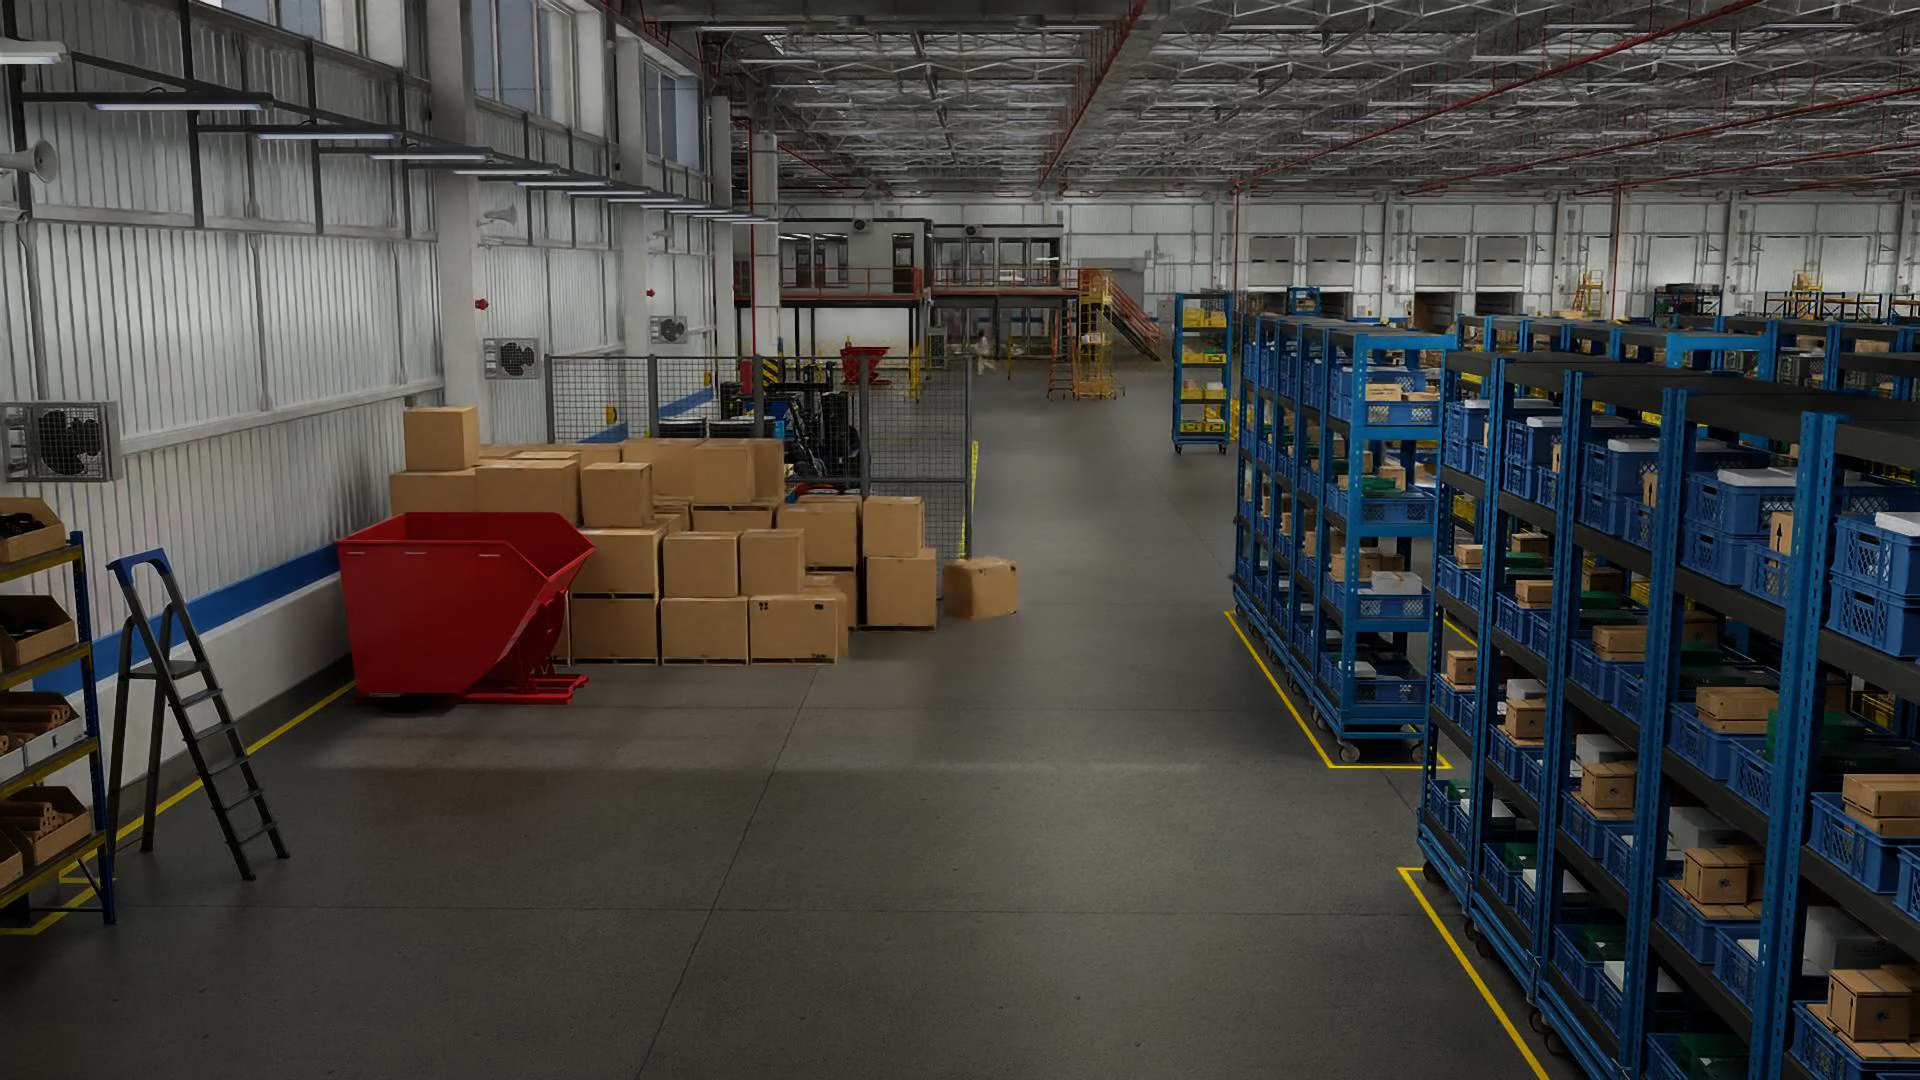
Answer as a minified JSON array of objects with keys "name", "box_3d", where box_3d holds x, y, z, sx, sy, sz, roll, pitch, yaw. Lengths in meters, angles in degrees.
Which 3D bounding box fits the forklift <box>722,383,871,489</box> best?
[{"name":"forklift","box_3d":[-2.893,-1.687,28.729,2.680,1.987,1.157,0,9,-1]}]

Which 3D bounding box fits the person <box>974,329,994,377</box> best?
[{"name":"person","box_3d":[0.920,-7.230,64.296,0.677,1.865,0.593,0,9,2]}]

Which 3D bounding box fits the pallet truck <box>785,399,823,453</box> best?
[{"name":"pallet truck","box_3d":[-3.814,-2.432,36.419,1.630,1.274,0.653,0,9,1]}]

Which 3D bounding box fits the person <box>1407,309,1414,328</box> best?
[{"name":"person","box_3d":[25.602,-12.183,94.685,0.398,1.918,0.587,6,11,34]}]

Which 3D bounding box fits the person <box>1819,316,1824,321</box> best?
[{"name":"person","box_3d":[42.968,-10.249,83.034,0.620,1.835,0.430,2,9,13]}]

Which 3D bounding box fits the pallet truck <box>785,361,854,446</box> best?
[{"name":"pallet truck","box_3d":[-3.410,-3.193,38.978,1.885,1.965,0.823,0,9,-1]}]

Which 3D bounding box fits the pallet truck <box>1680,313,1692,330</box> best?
[{"name":"pallet truck","box_3d":[36.315,-10.531,84.244,0.823,1.965,1.885,-6,11,-33]}]

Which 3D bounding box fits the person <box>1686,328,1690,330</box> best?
[{"name":"person","box_3d":[26.671,-6.788,61.156,0.385,1.993,0.623,-4,10,-25]}]

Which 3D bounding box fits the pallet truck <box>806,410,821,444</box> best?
[{"name":"pallet truck","box_3d":[-3.559,-2.018,33.905,1.522,1.261,0.704,0,9,-1]}]

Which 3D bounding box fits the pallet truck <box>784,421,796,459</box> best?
[{"name":"pallet truck","box_3d":[-4.013,-1.793,32.705,1.601,1.201,0.680,0,9,1]}]

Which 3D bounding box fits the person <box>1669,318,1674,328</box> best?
[{"name":"person","box_3d":[36.584,-10.555,85.360,0.545,1.684,0.561,-7,11,-36]}]

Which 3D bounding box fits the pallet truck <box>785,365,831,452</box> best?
[{"name":"pallet truck","box_3d":[-3.774,-2.976,37.635,1.885,1.965,0.823,1,9,5]}]

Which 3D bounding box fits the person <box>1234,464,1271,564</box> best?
[{"name":"person","box_3d":[3.915,-0.365,22.048,0.601,1.834,0.403,8,12,41]}]

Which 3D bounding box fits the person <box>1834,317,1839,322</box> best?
[{"name":"person","box_3d":[43.438,-10.159,82.471,0.397,1.828,0.526,-1,9,-4]}]

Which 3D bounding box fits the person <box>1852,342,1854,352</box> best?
[{"name":"person","box_3d":[34.313,-7.260,64.420,1.010,1.874,0.565,7,12,39]}]

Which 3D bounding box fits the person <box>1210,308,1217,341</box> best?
[{"name":"person","box_3d":[14.870,-12.505,96.761,0.891,1.927,0.614,9,13,44]}]

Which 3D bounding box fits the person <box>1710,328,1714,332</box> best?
[{"name":"person","box_3d":[34.223,-9.034,75.599,1.013,1.798,0.559,7,11,35]}]

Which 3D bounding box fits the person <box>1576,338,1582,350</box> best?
[{"name":"person","box_3d":[24.795,-7.808,67.313,0.683,2.000,0.536,2,9,14]}]

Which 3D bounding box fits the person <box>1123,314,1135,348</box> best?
[{"name":"person","box_3d":[9.042,-11.137,88.633,0.969,1.792,0.632,8,12,41]}]

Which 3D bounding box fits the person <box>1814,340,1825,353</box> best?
[{"name":"person","box_3d":[30.364,-6.215,58.611,0.696,1.666,0.545,2,9,10]}]

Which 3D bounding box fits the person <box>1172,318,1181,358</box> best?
[{"name":"person","box_3d":[10.145,-9.452,77.794,0.542,1.929,0.374,-8,12,-41]}]

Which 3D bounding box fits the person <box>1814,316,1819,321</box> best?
[{"name":"person","box_3d":[41.209,-9.812,80.054,0.381,1.917,0.591,-1,9,-6]}]

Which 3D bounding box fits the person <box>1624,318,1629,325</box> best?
[{"name":"person","box_3d":[31.228,-9.460,77.905,0.646,1.906,0.631,8,12,41]}]

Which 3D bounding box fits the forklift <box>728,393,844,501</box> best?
[{"name":"forklift","box_3d":[-2.979,-1.316,26.476,2.680,1.987,1.157,0,9,1]}]
